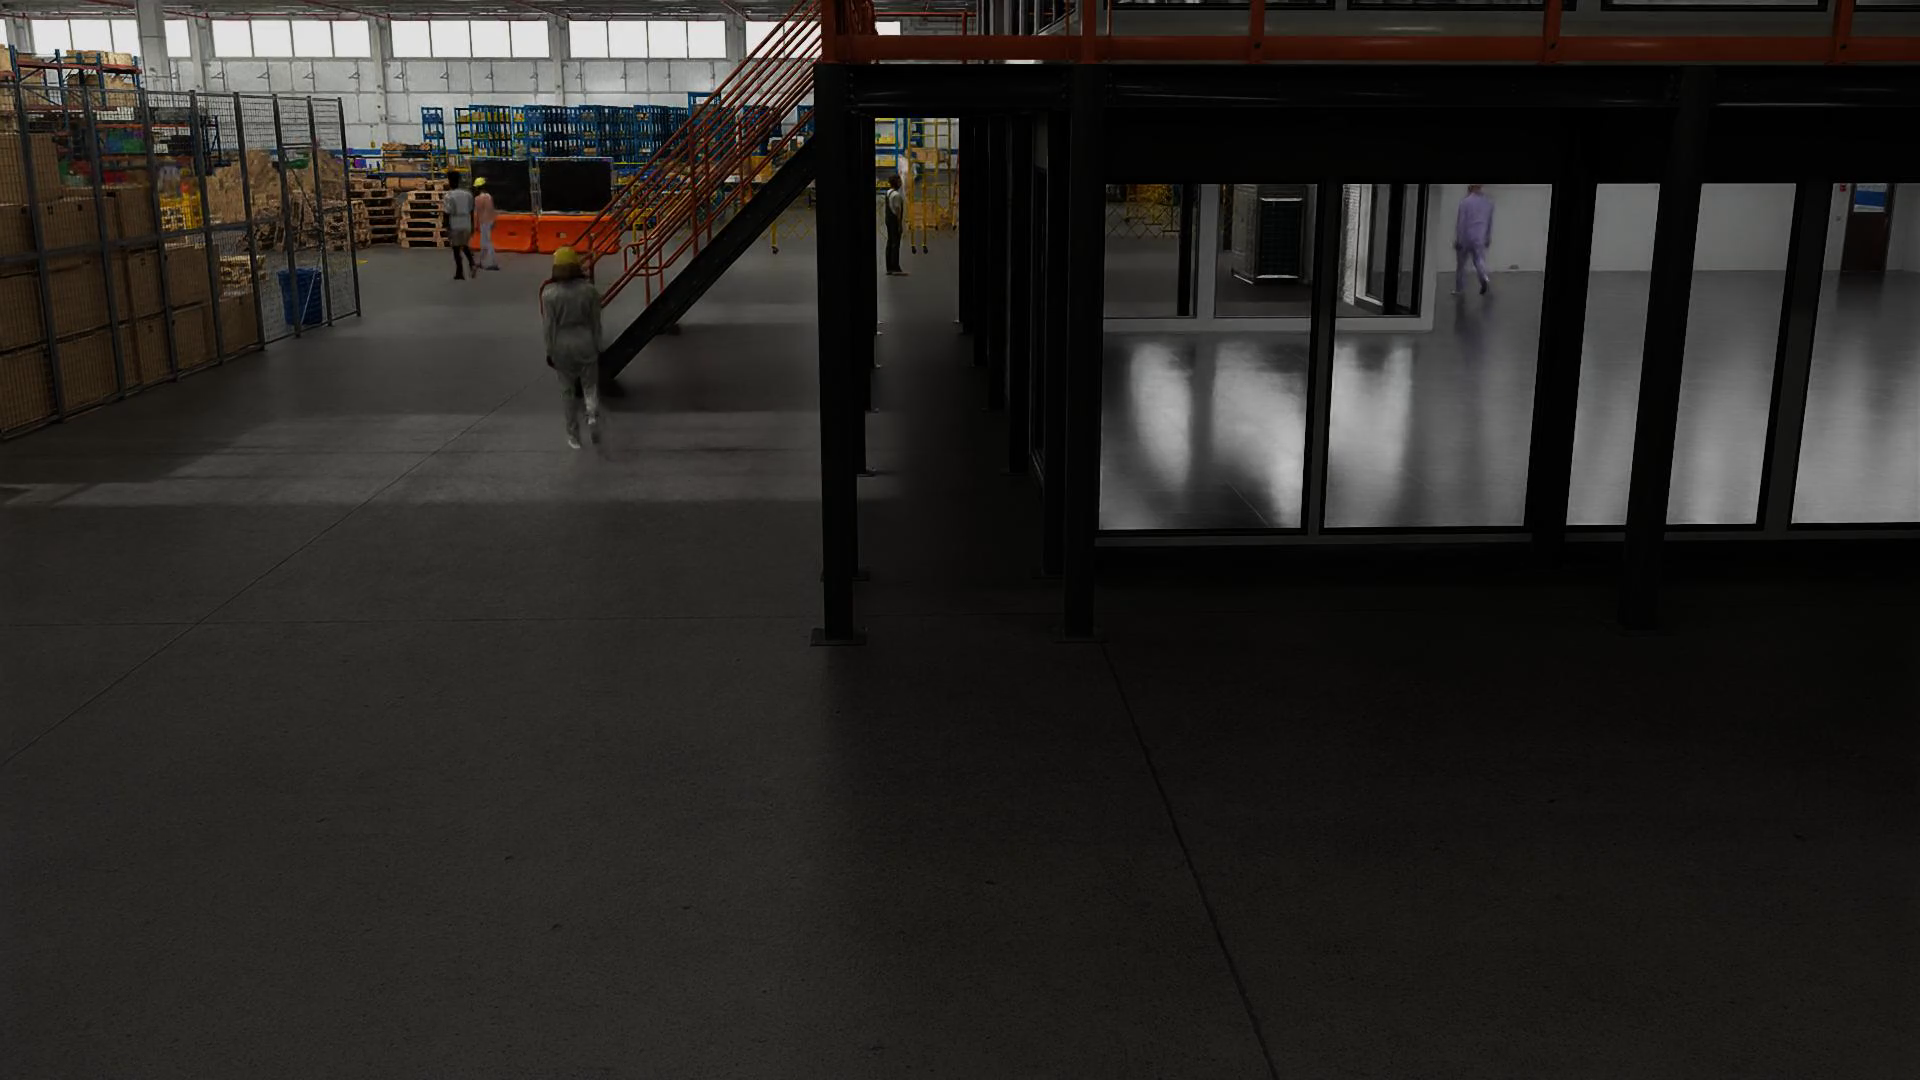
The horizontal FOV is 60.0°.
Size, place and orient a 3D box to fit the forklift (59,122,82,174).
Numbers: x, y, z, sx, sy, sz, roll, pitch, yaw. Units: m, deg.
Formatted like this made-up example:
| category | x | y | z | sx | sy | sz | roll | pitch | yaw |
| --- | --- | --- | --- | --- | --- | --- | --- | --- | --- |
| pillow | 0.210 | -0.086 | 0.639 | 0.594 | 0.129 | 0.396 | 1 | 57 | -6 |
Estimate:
| category | x | y | z | sx | sy | sz | roll | pitch | yaw |
| --- | --- | --- | --- | --- | --- | --- | --- | --- | --- |
| forklift | -38.542 | -16.817 | 72.546 | 1.873 | 2.768 | 1.129 | -7 | 16 | -26 |

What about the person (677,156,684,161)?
| category | x | y | z | sx | sy | sz | roll | pitch | yaw |
| --- | --- | --- | --- | --- | --- | --- | --- | --- | --- |
| person | -15.496 | -21.170 | 92.164 | 0.975 | 1.789 | 0.572 | 3 | 14 | 12 |

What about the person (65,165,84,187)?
| category | x | y | z | sx | sy | sz | roll | pitch | yaw |
| --- | --- | --- | --- | --- | --- | --- | --- | --- | --- |
| person | -24.780 | -9.685 | 46.614 | 0.496 | 1.616 | 0.405 | -2 | 14 | -8 |

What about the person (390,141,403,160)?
| category | x | y | z | sx | sy | sz | roll | pitch | yaw |
| --- | --- | --- | --- | --- | --- | --- | --- | --- | --- |
| person | -28.856 | -19.425 | 85.007 | 0.991 | 1.879 | 0.592 | 11 | 18 | 38 |

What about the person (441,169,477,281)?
| category | x | y | z | sx | sy | sz | roll | pitch | yaw |
| --- | --- | --- | --- | --- | --- | --- | --- | --- | --- |
| person | -8.859 | -5.559 | 29.428 | 0.453 | 1.954 | 0.641 | 12 | 18 | 40 |

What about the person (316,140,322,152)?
| category | x | y | z | sx | sy | sz | roll | pitch | yaw |
| --- | --- | --- | --- | --- | --- | --- | --- | --- | --- |
| person | -30.953 | -18.310 | 80.349 | 0.442 | 1.972 | 0.624 | -2 | 14 | -7 |

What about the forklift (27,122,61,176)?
| category | x | y | z | sx | sy | sz | roll | pitch | yaw |
| --- | --- | --- | --- | --- | --- | --- | --- | --- | --- |
| forklift | -35.376 | -14.773 | 64.377 | 1.129 | 2.768 | 1.873 | -1 | 14 | -2 |

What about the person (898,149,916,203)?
| category | x | y | z | sx | sy | sz | roll | pitch | yaw |
| --- | --- | --- | --- | --- | --- | --- | --- | --- | --- |
| person | -1.881 | -12.971 | 59.214 | 0.643 | 1.886 | 0.712 | 1 | 14 | 4 |

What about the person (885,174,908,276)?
| category | x | y | z | sx | sy | sz | roll | pitch | yaw |
| --- | --- | --- | --- | --- | --- | --- | --- | --- | --- |
| person | -1.195 | -5.777 | 30.521 | 0.345 | 1.846 | 0.508 | -8 | 16 | -28 |

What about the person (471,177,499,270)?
| category | x | y | z | sx | sy | sz | roll | pitch | yaw |
| --- | --- | --- | --- | --- | --- | --- | --- | --- | --- |
| person | -9.140 | -6.005 | 31.631 | 0.786 | 1.733 | 0.552 | 4 | 14 | 14 |

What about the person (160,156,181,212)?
| category | x | y | z | sx | sy | sz | roll | pitch | yaw |
| --- | --- | --- | --- | --- | --- | --- | --- | --- | --- |
| person | -23.320 | -10.465 | 49.348 | 0.619 | 1.798 | 0.817 | 1 | 14 | 4 |

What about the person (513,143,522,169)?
| category | x | y | z | sx | sy | sz | roll | pitch | yaw |
| --- | --- | --- | --- | --- | --- | --- | --- | --- | --- |
| person | -22.709 | -19.368 | 84.913 | 0.750 | 1.798 | 0.618 | 0 | 14 | 0 |

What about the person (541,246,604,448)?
| category | x | y | z | sx | sy | sz | roll | pitch | yaw |
| --- | --- | --- | --- | --- | --- | --- | --- | --- | --- |
| person | -3.292 | -1.630 | 14.167 | 0.510 | 1.727 | 0.424 | -5 | 15 | -20 |
